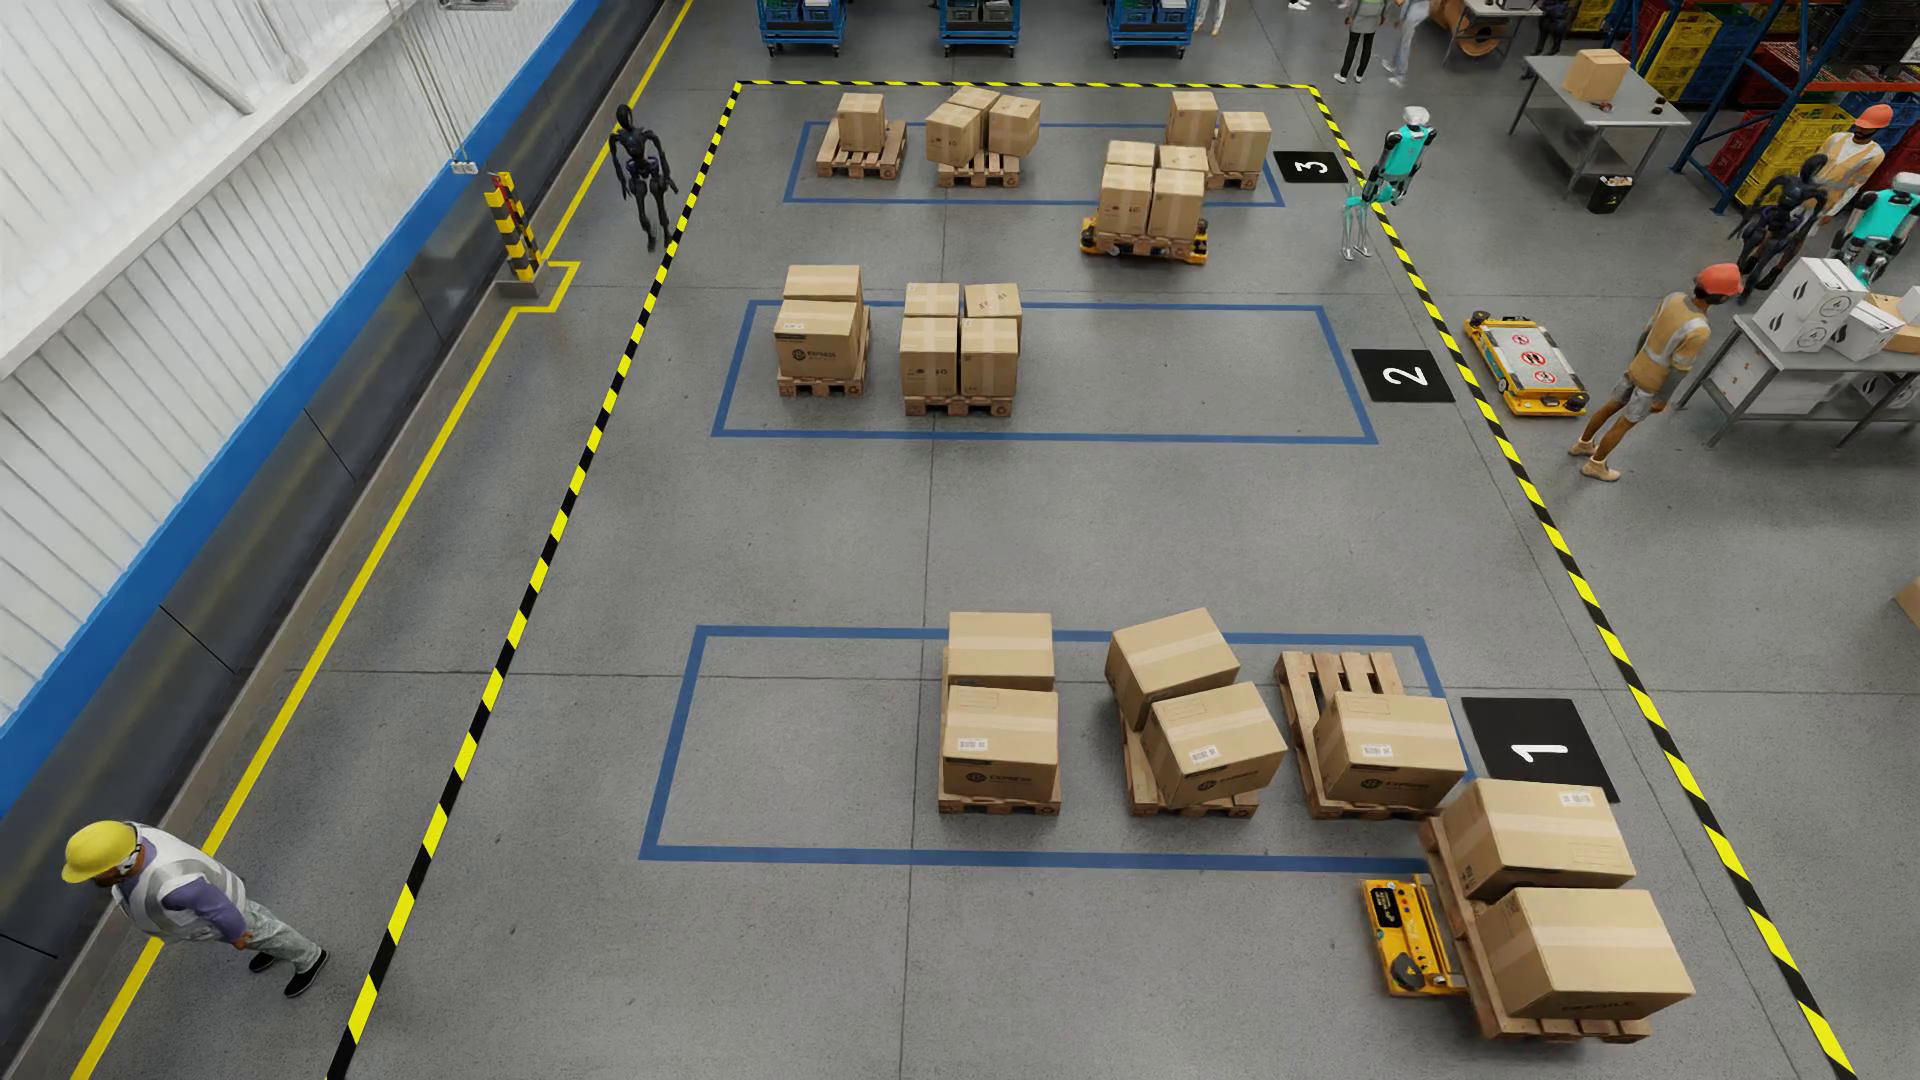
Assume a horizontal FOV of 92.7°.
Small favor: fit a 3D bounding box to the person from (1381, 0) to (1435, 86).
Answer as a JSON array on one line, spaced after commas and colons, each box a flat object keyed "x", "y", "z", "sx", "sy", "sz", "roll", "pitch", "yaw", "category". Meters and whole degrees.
[{"x": 6.442, "y": -7.472, "z": 13.053, "sx": 0.491, "sy": 1.695, "sz": 0.794, "roll": -13, "pitch": 50, "yaw": -11, "category": "person"}]

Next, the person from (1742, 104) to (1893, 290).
[{"x": 8.837, "y": -3.524, "z": 9.480, "sx": 0.351, "sy": 1.938, "sz": 0.543, "roll": -22, "pitch": 53, "yaw": -18, "category": "person"}]

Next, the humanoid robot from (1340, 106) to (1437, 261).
[{"x": 4.466, "y": -3.853, "z": 9.811, "sx": 0.533, "sy": 1.672, "sz": 0.735, "roll": -11, "pitch": 50, "yaw": -9, "category": "humanoid robot"}]

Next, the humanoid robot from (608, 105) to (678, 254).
[{"x": -3.429, "y": -3.948, "z": 10.025, "sx": 0.608, "sy": 1.642, "sz": 0.422, "roll": -8, "pitch": 50, "yaw": -7, "category": "humanoid robot"}]

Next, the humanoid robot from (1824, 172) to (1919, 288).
[{"x": 8.527, "y": -2.466, "z": 8.686, "sx": 0.609, "sy": 1.764, "sz": 0.860, "roll": 16, "pitch": 51, "yaw": 13, "category": "humanoid robot"}]

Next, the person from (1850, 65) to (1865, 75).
[{"x": 13.449, "y": -7.684, "z": 13.141, "sx": 0.337, "sy": 1.845, "sz": 0.511, "roll": 8, "pitch": 50, "yaw": 7, "category": "person"}]

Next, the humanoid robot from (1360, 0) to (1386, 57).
[{"x": 6.136, "y": -8.081, "z": 13.619, "sx": 0.742, "sy": 1.871, "sz": 0.532, "roll": 12, "pitch": 50, "yaw": 10, "category": "humanoid robot"}]

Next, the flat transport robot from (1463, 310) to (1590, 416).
[{"x": 5.573, "y": -1.757, "z": 9.054, "sx": 0.659, "sy": 0.231, "sz": 1.431, "roll": 1, "pitch": 49, "yaw": 1, "category": "flat transport robot"}]

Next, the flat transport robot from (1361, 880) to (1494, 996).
[{"x": 3.229, "y": 2.358, "z": 5.474, "sx": 1.431, "sy": 0.197, "sz": 0.652, "roll": 1, "pitch": 49, "yaw": 1, "category": "flat transport robot"}]

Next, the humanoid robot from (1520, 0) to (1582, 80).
[{"x": 8.488, "y": -7.430, "z": 13.037, "sx": 0.370, "sy": 1.646, "sz": 0.590, "roll": -12, "pitch": 50, "yaw": -10, "category": "humanoid robot"}]

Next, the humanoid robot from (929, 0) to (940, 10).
[{"x": -0.227, "y": -9.372, "z": 14.732, "sx": 0.725, "sy": 1.630, "sz": 0.608, "roll": 26, "pitch": 54, "yaw": 20, "category": "humanoid robot"}]

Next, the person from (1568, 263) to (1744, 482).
[{"x": 5.695, "y": -1.354, "z": 7.531, "sx": 0.365, "sy": 2.048, "sz": 0.607, "roll": 3, "pitch": 49, "yaw": 3, "category": "person"}]

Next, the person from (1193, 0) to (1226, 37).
[{"x": 3.981, "y": -8.788, "z": 14.100, "sx": 0.624, "sy": 1.843, "sz": 0.429, "roll": 22, "pitch": 53, "yaw": 18, "category": "person"}]

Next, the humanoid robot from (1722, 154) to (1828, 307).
[{"x": 8.263, "y": -3.138, "z": 9.324, "sx": 0.409, "sy": 1.632, "sz": 0.610, "roll": -29, "pitch": 55, "yaw": -23, "category": "humanoid robot"}]

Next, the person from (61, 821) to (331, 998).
[{"x": -3.981, "y": 1.937, "z": 4.819, "sx": 0.589, "sy": 1.837, "sz": 0.404, "roll": 23, "pitch": 53, "yaw": 18, "category": "person"}]

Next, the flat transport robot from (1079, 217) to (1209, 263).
[{"x": 2.125, "y": -3.515, "z": 10.557, "sx": 1.431, "sy": 0.197, "sz": 0.652, "roll": 8, "pitch": 50, "yaw": 7, "category": "flat transport robot"}]

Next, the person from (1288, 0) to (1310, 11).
[{"x": 5.732, "y": -9.647, "z": 14.833, "sx": 0.338, "sy": 1.866, "sz": 0.508, "roll": 19, "pitch": 52, "yaw": 16, "category": "person"}]

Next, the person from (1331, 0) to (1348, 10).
[{"x": 6.421, "y": -9.716, "z": 14.878, "sx": 0.613, "sy": 1.887, "sz": 0.620, "roll": -27, "pitch": 54, "yaw": -21, "category": "person"}]

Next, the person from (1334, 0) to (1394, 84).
[{"x": 5.750, "y": -7.450, "z": 12.935, "sx": 0.597, "sy": 1.850, "sz": 0.395, "roll": -2, "pitch": 49, "yaw": -1, "category": "person"}]
